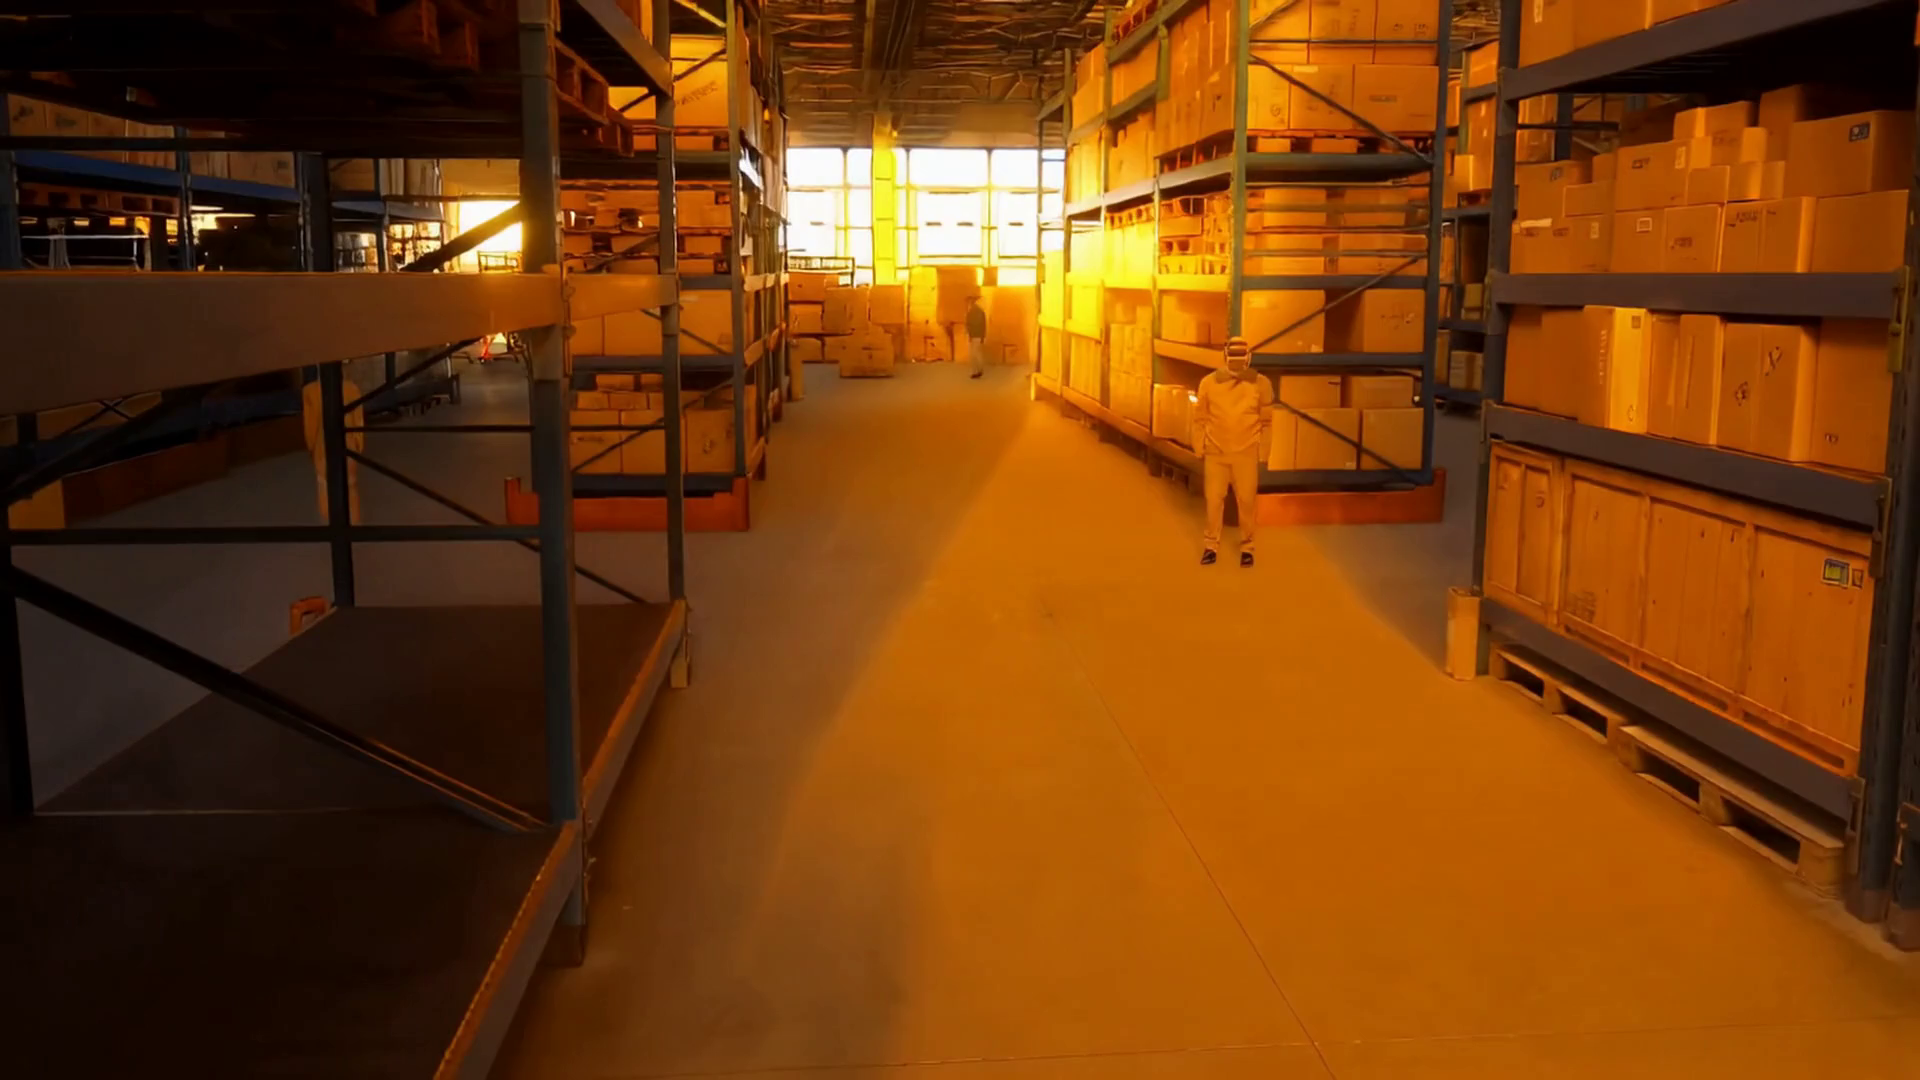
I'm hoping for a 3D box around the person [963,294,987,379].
[{"bbox_3d":[0.327,-4.682,38.350,0.498,1.972,0.638,-7,11,-37],"label":"person"}]

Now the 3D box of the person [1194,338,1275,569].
[{"bbox_3d":[2.243,-0.711,13.678,0.651,1.898,0.395,3,10,20],"label":"person"}]

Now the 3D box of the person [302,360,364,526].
[{"bbox_3d":[-5.686,-0.879,15.136,0.526,1.769,0.330,-1,9,-5],"label":"person"}]
